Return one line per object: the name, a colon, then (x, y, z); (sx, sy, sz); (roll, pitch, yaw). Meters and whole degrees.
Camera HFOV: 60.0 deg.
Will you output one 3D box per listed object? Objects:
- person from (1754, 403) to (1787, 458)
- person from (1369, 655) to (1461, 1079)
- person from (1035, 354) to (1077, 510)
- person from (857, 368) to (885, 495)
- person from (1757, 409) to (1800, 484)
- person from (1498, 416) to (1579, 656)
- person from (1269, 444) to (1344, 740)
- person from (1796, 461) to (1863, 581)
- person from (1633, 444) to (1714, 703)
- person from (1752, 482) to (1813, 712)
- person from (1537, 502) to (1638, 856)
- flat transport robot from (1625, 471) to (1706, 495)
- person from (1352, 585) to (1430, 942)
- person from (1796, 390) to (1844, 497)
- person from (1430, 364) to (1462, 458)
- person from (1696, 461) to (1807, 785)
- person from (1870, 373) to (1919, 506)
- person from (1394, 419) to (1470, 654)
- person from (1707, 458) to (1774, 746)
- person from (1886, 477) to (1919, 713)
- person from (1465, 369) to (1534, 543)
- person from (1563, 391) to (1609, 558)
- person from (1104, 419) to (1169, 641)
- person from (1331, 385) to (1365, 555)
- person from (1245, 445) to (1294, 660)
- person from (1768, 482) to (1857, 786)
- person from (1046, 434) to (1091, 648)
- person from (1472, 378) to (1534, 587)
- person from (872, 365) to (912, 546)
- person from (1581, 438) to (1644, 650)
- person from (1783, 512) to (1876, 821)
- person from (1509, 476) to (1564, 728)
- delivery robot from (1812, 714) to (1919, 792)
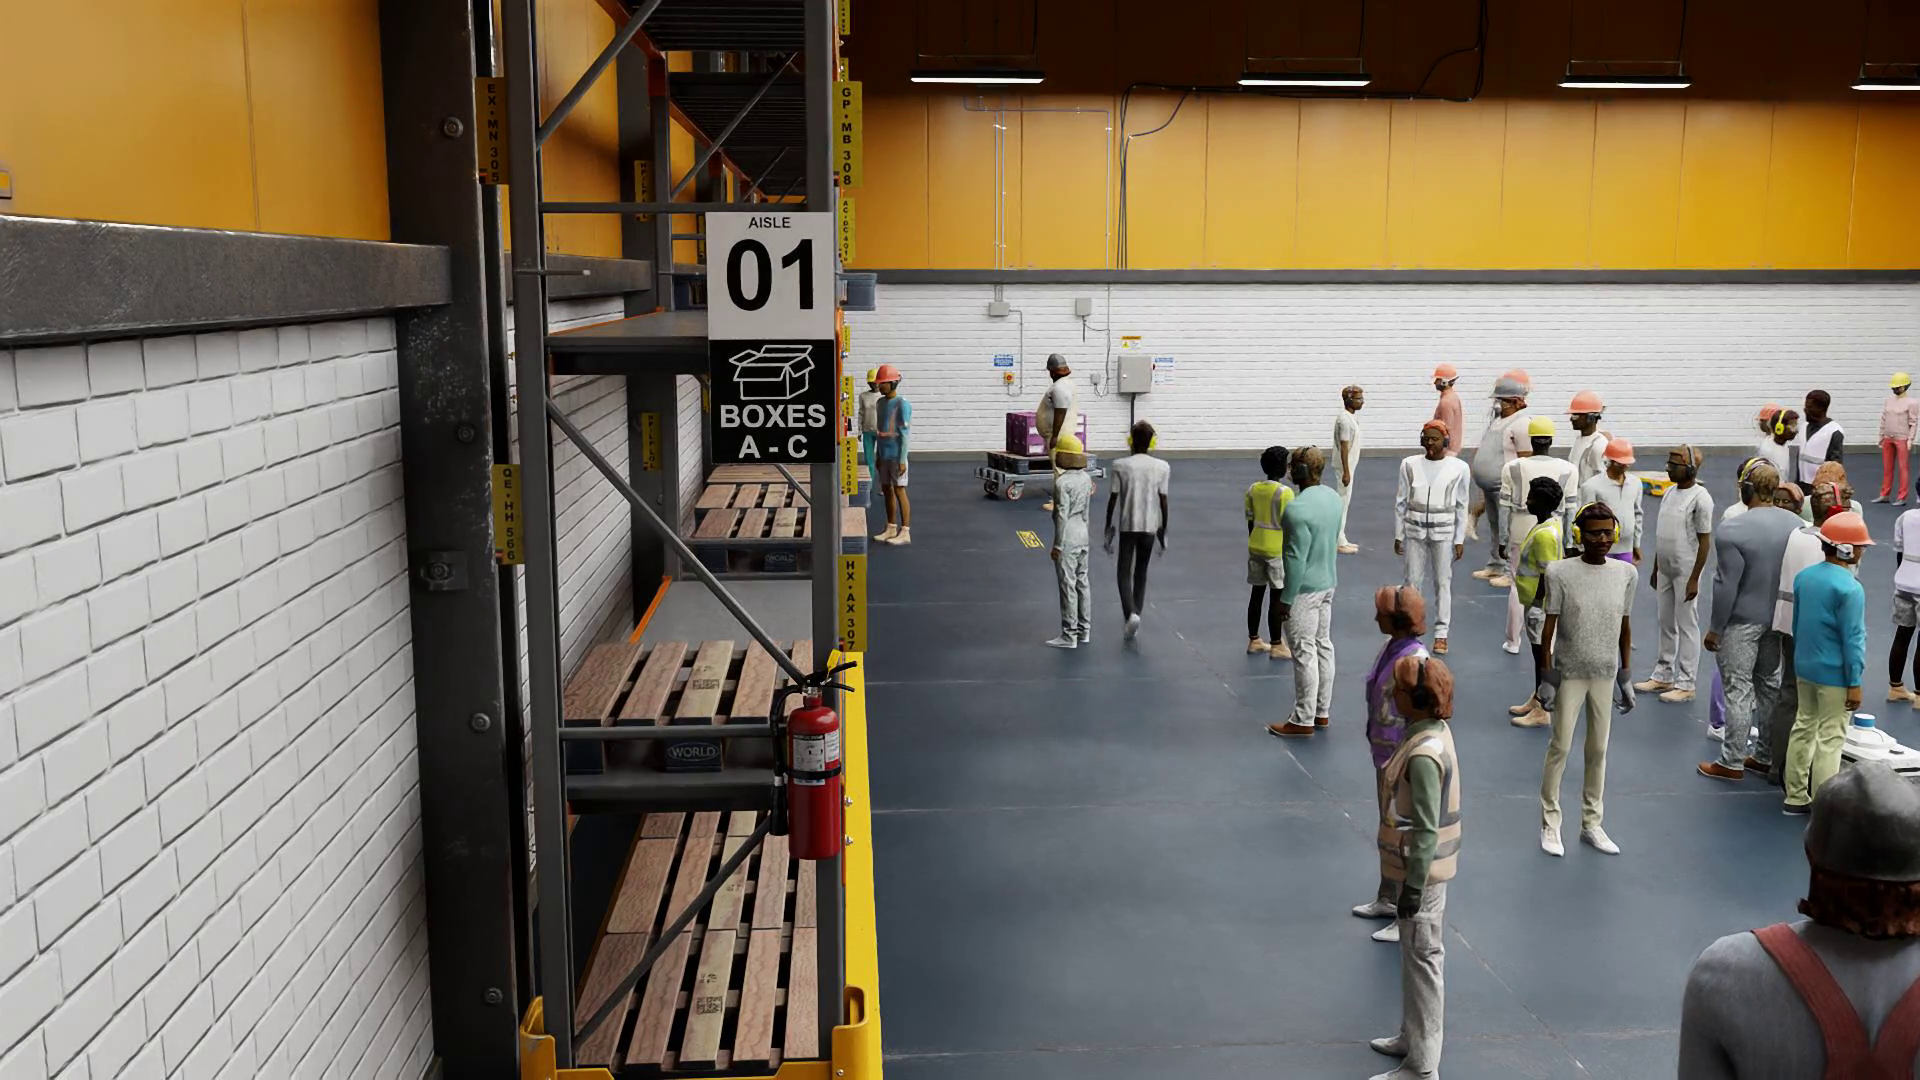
person: (8.123, -0.499, 16.749); (0.330, 1.751, 0.565); (5, 10, 30)
person: (1.709, 1.235, 6.220); (0.305, 1.640, 0.522); (3, 9, 16)
person: (1.241, -1.409, 21.561); (0.536, 2.000, 0.672); (3, 9, 16)
person: (-1.176, -1.489, 22.960); (0.527, 1.761, 0.341); (4, 10, 25)
person: (7.319, -0.233, 14.779); (0.704, 1.843, 0.577); (8, 12, 42)
person: (4.600, -0.028, 13.280); (0.586, 1.920, 0.397); (2, 9, 15)
person: (2.271, 0.338, 10.913); (0.371, 1.940, 0.627); (7, 11, 37)
person: (6.566, 0.213, 12.655); (0.507, 1.633, 0.277); (6, 11, 35)
person: (5.112, 0.235, 11.854); (0.345, 1.846, 0.508); (-2, 9, -13)
person: (5.581, 0.417, 11.350); (0.512, 1.642, 0.312); (7, 12, 39)
person: (3.286, 0.724, 8.707); (0.514, 1.872, 0.328); (-1, 9, -4)
flat transport robot: (9.795, -0.802, 23.291); (0.652, 0.197, 1.431); (-1, 9, -5)
person: (2.007, 1.014, 7.616); (0.309, 1.636, 0.522); (0, 9, -1)
person: (8.455, -0.525, 16.402); (0.394, 1.916, 0.590); (-1, 9, -6)
person: (5.720, -1.080, 19.642); (0.392, 1.995, 0.612); (4, 10, 23)
person: (4.723, 0.494, 9.935); (0.630, 1.940, 0.372); (-3, 10, -21)
person: (12.333, -1.324, 21.914); (0.326, 1.761, 0.523); (-3, 10, -19)
person: (3.784, -0.029, 13.394); (0.576, 1.882, 0.355); (4, 10, 26)
person: (5.103, 0.392, 10.804); (0.321, 1.867, 0.532); (9, 12, 43)
person: (6.726, 0.349, 11.599); (0.320, 1.698, 0.531); (-1, 9, -7)
person: (6.013, -0.904, 18.513); (0.892, 2.015, 0.607); (5, 10, 29)
person: (5.346, -0.256, 14.315); (0.378, 2.041, 0.616); (0, 9, 1)
person: (1.471, -0.072, 13.774); (0.549, 1.845, 0.638); (0, 9, -3)
person: (4.228, -0.771, 18.171); (0.327, 1.843, 0.516); (3, 9, 16)
person: (2.471, 0.098, 13.172); (0.321, 1.697, 0.530); (-5, 10, -30)
person: (4.966, 0.578, 9.698); (0.372, 1.843, 0.570); (-2, 9, -11)
person: (0.885, 0.006, 13.609); (0.303, 1.743, 0.493); (6, 11, 32)
person: (5.300, -0.571, 16.301); (0.539, 2.000, 0.688); (-1, 9, -6)
person: (-0.788, -0.955, 18.741); (0.405, 2.034, 0.608); (-6, 11, -34)
person: (5.278, 0.035, 13.435); (0.574, 1.741, 0.354); (-3, 9, -17)
person: (4.790, 0.713, 9.140); (0.329, 1.751, 0.568); (-1, 9, -4)
person: (3.898, 0.414, 11.196); (0.318, 1.697, 0.535); (3, 9, 17)
delivery robot: (5.084, 1.226, 9.378); (0.477, 0.478, 0.707); (-2, 9, -11)
